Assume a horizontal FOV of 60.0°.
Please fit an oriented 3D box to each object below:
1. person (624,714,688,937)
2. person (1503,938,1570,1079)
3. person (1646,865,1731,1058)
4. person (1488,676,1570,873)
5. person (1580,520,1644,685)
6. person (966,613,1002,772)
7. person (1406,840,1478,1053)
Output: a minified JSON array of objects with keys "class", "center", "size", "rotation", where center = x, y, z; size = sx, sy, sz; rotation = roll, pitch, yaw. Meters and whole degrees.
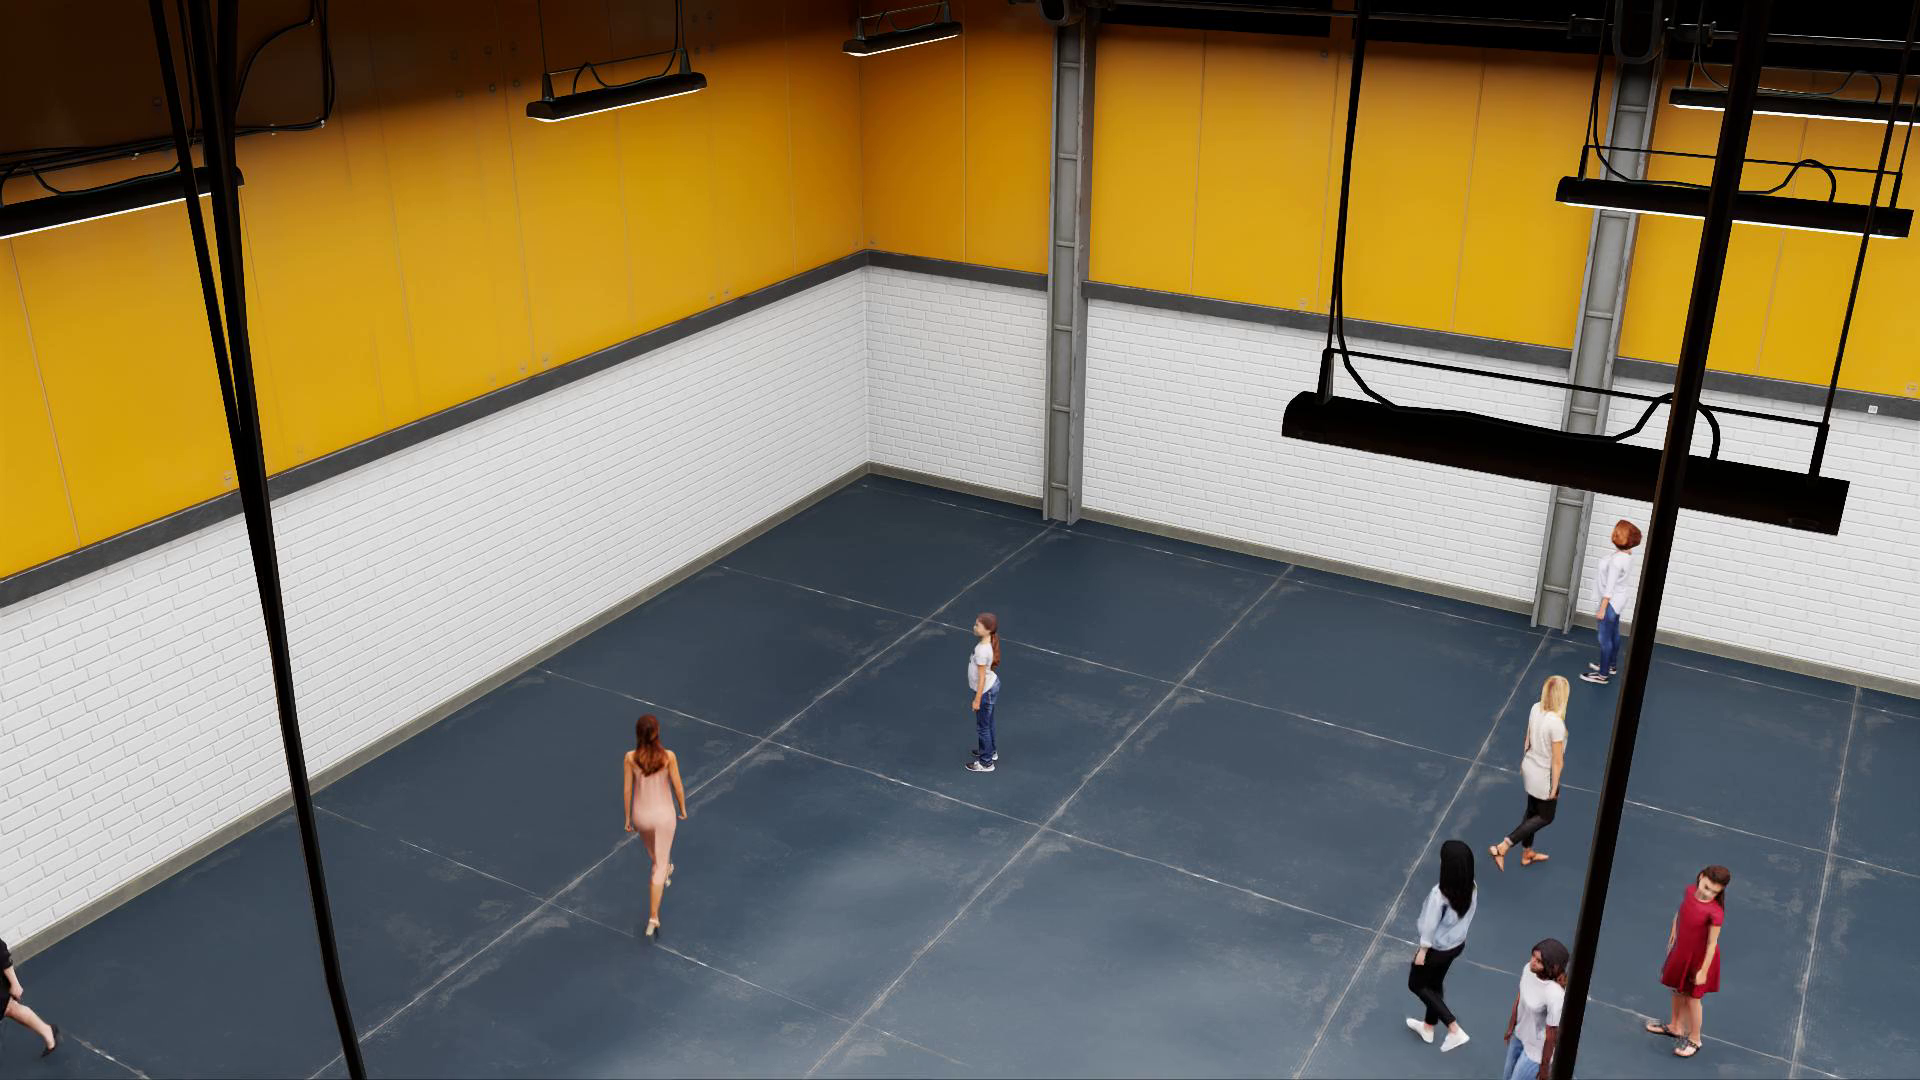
[{"class":"person","center":[-2.399,2.240,12.974],"size":[1.159,1.779,1.027],"rotation":[1,24,2]},{"class":"person","center":[3.757,3.266,10.717],"size":[1.006,1.707,0.888],"rotation":[-2,24,-5]},{"class":"person","center":[5.166,2.911,11.739],"size":[0.760,1.539,0.703],"rotation":[1,24,2]},{"class":"person","center":[4.665,1.949,13.601],"size":[0.994,1.811,0.955],"rotation":[-8,25,-18]},{"class":"person","center":[6.617,0.608,16.796],"size":[0.613,1.709,0.651],"rotation":[16,28,33]},{"class":"person","center":[0.225,1.370,15.238],"size":[0.596,1.561,0.593],"rotation":[5,24,12]},{"class":"person","center":[3.416,2.879,11.614],"size":[0.777,1.698,0.893],"rotation":[-17,29,-34]}]
